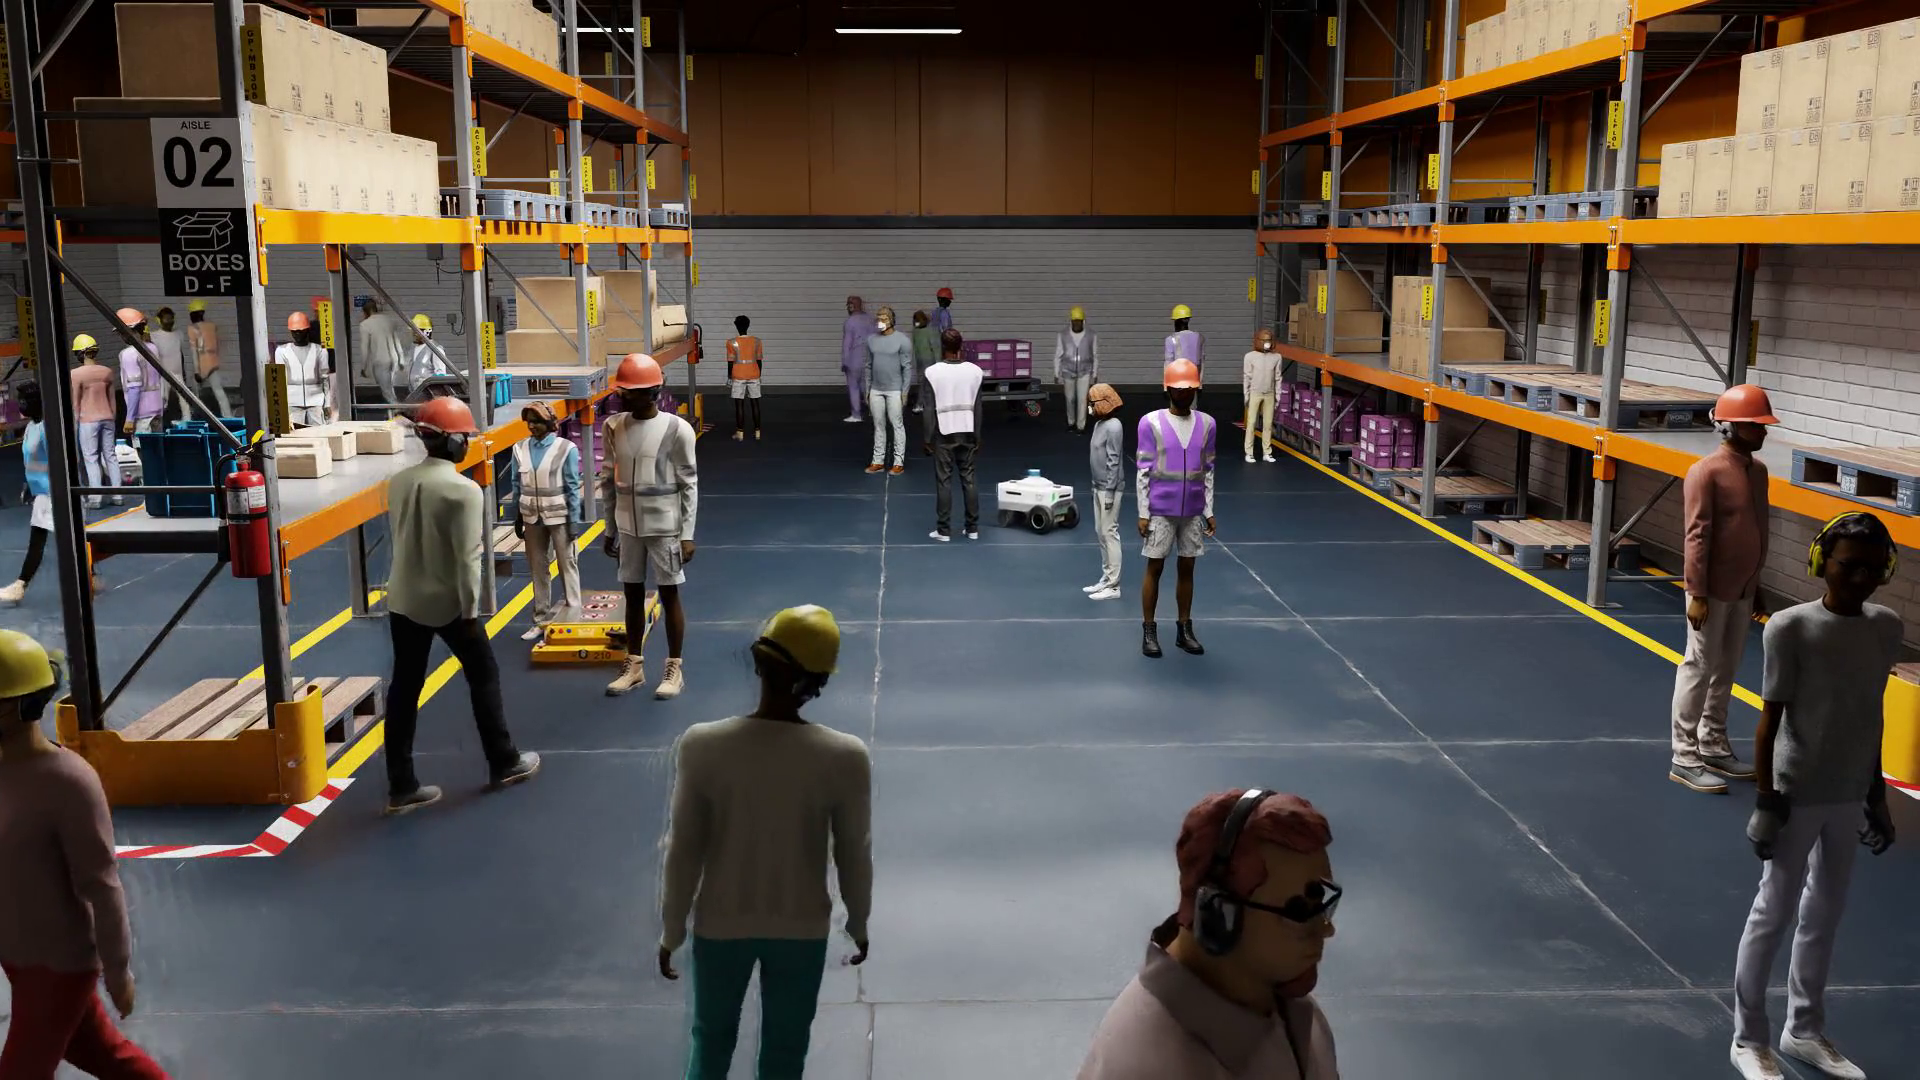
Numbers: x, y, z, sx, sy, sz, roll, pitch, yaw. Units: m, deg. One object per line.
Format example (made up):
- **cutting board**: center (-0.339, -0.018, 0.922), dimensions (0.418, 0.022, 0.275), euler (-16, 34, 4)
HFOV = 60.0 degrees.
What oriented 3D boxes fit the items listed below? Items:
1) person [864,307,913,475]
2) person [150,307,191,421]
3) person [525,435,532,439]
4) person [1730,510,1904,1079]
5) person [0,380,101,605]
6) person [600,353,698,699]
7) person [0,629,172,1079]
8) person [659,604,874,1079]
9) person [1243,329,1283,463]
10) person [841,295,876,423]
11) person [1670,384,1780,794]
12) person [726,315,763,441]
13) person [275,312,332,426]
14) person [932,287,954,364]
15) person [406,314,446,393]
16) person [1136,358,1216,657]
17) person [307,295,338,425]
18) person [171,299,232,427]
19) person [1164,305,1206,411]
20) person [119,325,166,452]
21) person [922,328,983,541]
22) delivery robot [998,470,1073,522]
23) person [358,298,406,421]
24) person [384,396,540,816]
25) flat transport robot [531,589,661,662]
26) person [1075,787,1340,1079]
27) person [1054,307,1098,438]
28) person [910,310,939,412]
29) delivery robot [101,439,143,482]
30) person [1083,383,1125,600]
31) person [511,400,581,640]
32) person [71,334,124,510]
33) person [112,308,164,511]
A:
- **person**: center (-0.840, -1.713, 19.178), dimensions (0.630, 1.940, 0.373), euler (6, 12, 28)
- **person**: center (-10.633, -2.212, 22.313), dimensions (0.931, 1.826, 0.548), euler (7, 12, 33)
- **person**: center (-5.427, -2.042, 21.306), dimensions (0.626, 1.837, 0.429), euler (-7, 12, -34)
- **person**: center (2.729, 0.825, 5.247), dimensions (0.514, 1.866, 0.332), euler (-3, 11, -16)
- **person**: center (-6.873, -0.351, 12.361), dimensions (0.841, 1.651, 0.556), euler (-9, 13, -40)
- **person**: center (-1.837, -0.074, 9.764), dimensions (0.609, 2.040, 0.394), euler (4, 11, 19)
- **person**: center (-2.374, 1.059, 4.342), dimensions (0.533, 1.727, 0.916), euler (6, 12, 31)
- **person**: center (-0.510, 1.035, 4.449), dimensions (0.562, 1.719, 0.477), euler (0, 10, 0)
- **person**: center (3.681, -1.747, 20.243), dimensions (0.493, 1.625, 0.281), euler (-2, 10, -10)
- **person**: center (-1.506, -2.679, 24.689), dimensions (0.476, 1.887, 0.666), euler (8, 13, 37)
- **person**: center (3.769, 0.231, 8.186), dimensions (0.608, 1.995, 0.377), euler (-8, 13, -37)
- **person**: center (-2.914, -2.188, 22.509), dimensions (0.532, 1.692, 0.320), euler (-6, 12, -29)
- **person**: center (-7.042, -1.480, 17.882), dimensions (0.548, 1.937, 0.379), euler (-4, 11, -21)
- **person**: center (-0.260, -3.186, 27.381), dimensions (0.355, 1.938, 0.544), euler (-5, 11, -24)
- **person**: center (-6.292, -1.734, 19.584), dimensions (0.589, 1.834, 0.403), euler (9, 13, 40)
- **person**: center (1.409, -0.207, 10.785), dimensions (0.542, 1.939, 0.364), euler (-2, 10, -13)
- **person**: center (-8.408, -2.239, 21.973), dimensions (0.630, 1.980, 0.469), euler (0, 10, -2)
- **person**: center (-10.672, -2.438, 23.400), dimensions (1.000, 1.873, 0.598), euler (4, 11, 21)
- **person**: center (2.725, -1.913, 20.360), dimensions (0.592, 1.919, 0.399), euler (-5, 11, -27)
- **person**: center (-9.745, -1.739, 19.890), dimensions (0.484, 1.735, 0.309), euler (-1, 10, -8)
- **person**: center (-0.055, -0.945, 14.996), dimensions (0.592, 1.909, 0.408), euler (-5, 11, -25)
- **delivery robot**: center (0.697, -0.415, 15.538), dimensions (0.707, 0.478, 0.477), euler (8, 13, 39)
- **person**: center (-8.267, -2.487, 23.637), dimensions (0.794, 1.884, 0.674), euler (4, 11, 21)
- **person**: center (-2.442, 0.290, 7.989), dimensions (0.623, 1.943, 0.930), euler (5, 11, 25)
- **flat transport robot**: center (-2.422, 0.555, 11.186), dimensions (0.652, 0.197, 1.431), euler (-1, 10, -3)
- **person**: center (0.408, 1.291, 2.533), dimensions (0.403, 1.904, 0.652), euler (5, 11, 27)
- **person**: center (1.616, -2.351, 23.155), dimensions (0.610, 1.792, 0.928), euler (1, 10, 6)
- **person**: center (-0.613, -2.817, 26.249), dimensions (0.595, 1.594, 0.737), euler (9, 14, 42)
- **delivery robot**: center (-9.035, -0.847, 17.942), dimensions (0.477, 0.478, 0.707), euler (-7, 12, -34)
- **person**: center (1.085, -0.370, 12.575), dimensions (0.299, 1.623, 0.503), euler (-2, 10, -11)
- **person**: center (-2.769, -0.121, 11.159), dimensions (0.511, 1.634, 0.311), euler (3, 11, 17)
- **person**: center (-8.734, -1.187, 16.757), dimensions (0.357, 1.755, 0.518), euler (4, 11, 21)
- **person**: center (-8.060, -1.257, 16.360), dimensions (0.388, 2.037, 0.605), euler (0, 10, -2)
